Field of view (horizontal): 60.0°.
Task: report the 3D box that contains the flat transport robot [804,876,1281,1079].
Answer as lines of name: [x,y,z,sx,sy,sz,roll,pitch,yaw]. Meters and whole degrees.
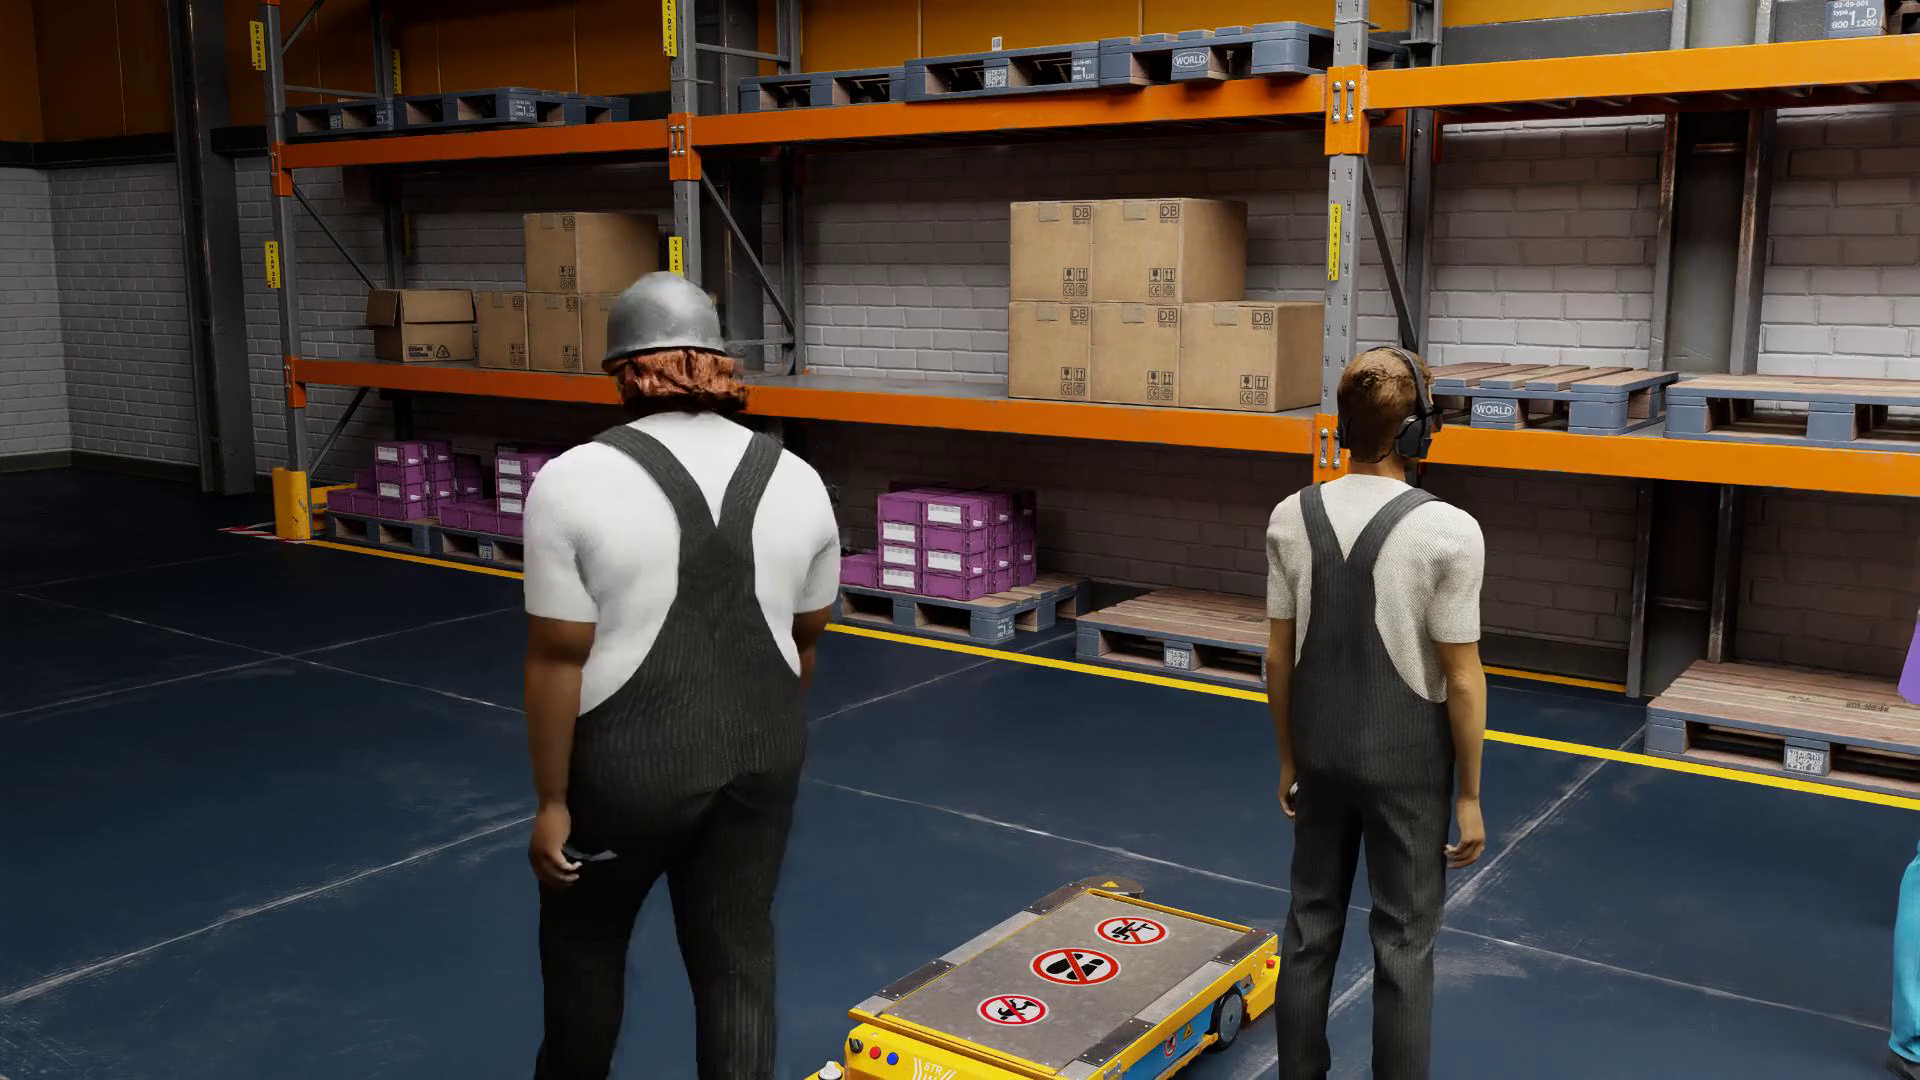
flat transport robot: [0.254,1.194,4.191,0.652,0.197,1.431,7,12,35]

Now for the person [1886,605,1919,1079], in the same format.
person: [2.511,0.433,4.034,0.564,1.848,0.388,-6,11,-32]

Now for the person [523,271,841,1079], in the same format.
person: [-0.642,0.423,3.522,0.702,2.000,0.876,-6,11,-34]

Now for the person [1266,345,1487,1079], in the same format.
person: [0.895,0.506,3.605,0.508,1.846,0.345,8,13,41]
